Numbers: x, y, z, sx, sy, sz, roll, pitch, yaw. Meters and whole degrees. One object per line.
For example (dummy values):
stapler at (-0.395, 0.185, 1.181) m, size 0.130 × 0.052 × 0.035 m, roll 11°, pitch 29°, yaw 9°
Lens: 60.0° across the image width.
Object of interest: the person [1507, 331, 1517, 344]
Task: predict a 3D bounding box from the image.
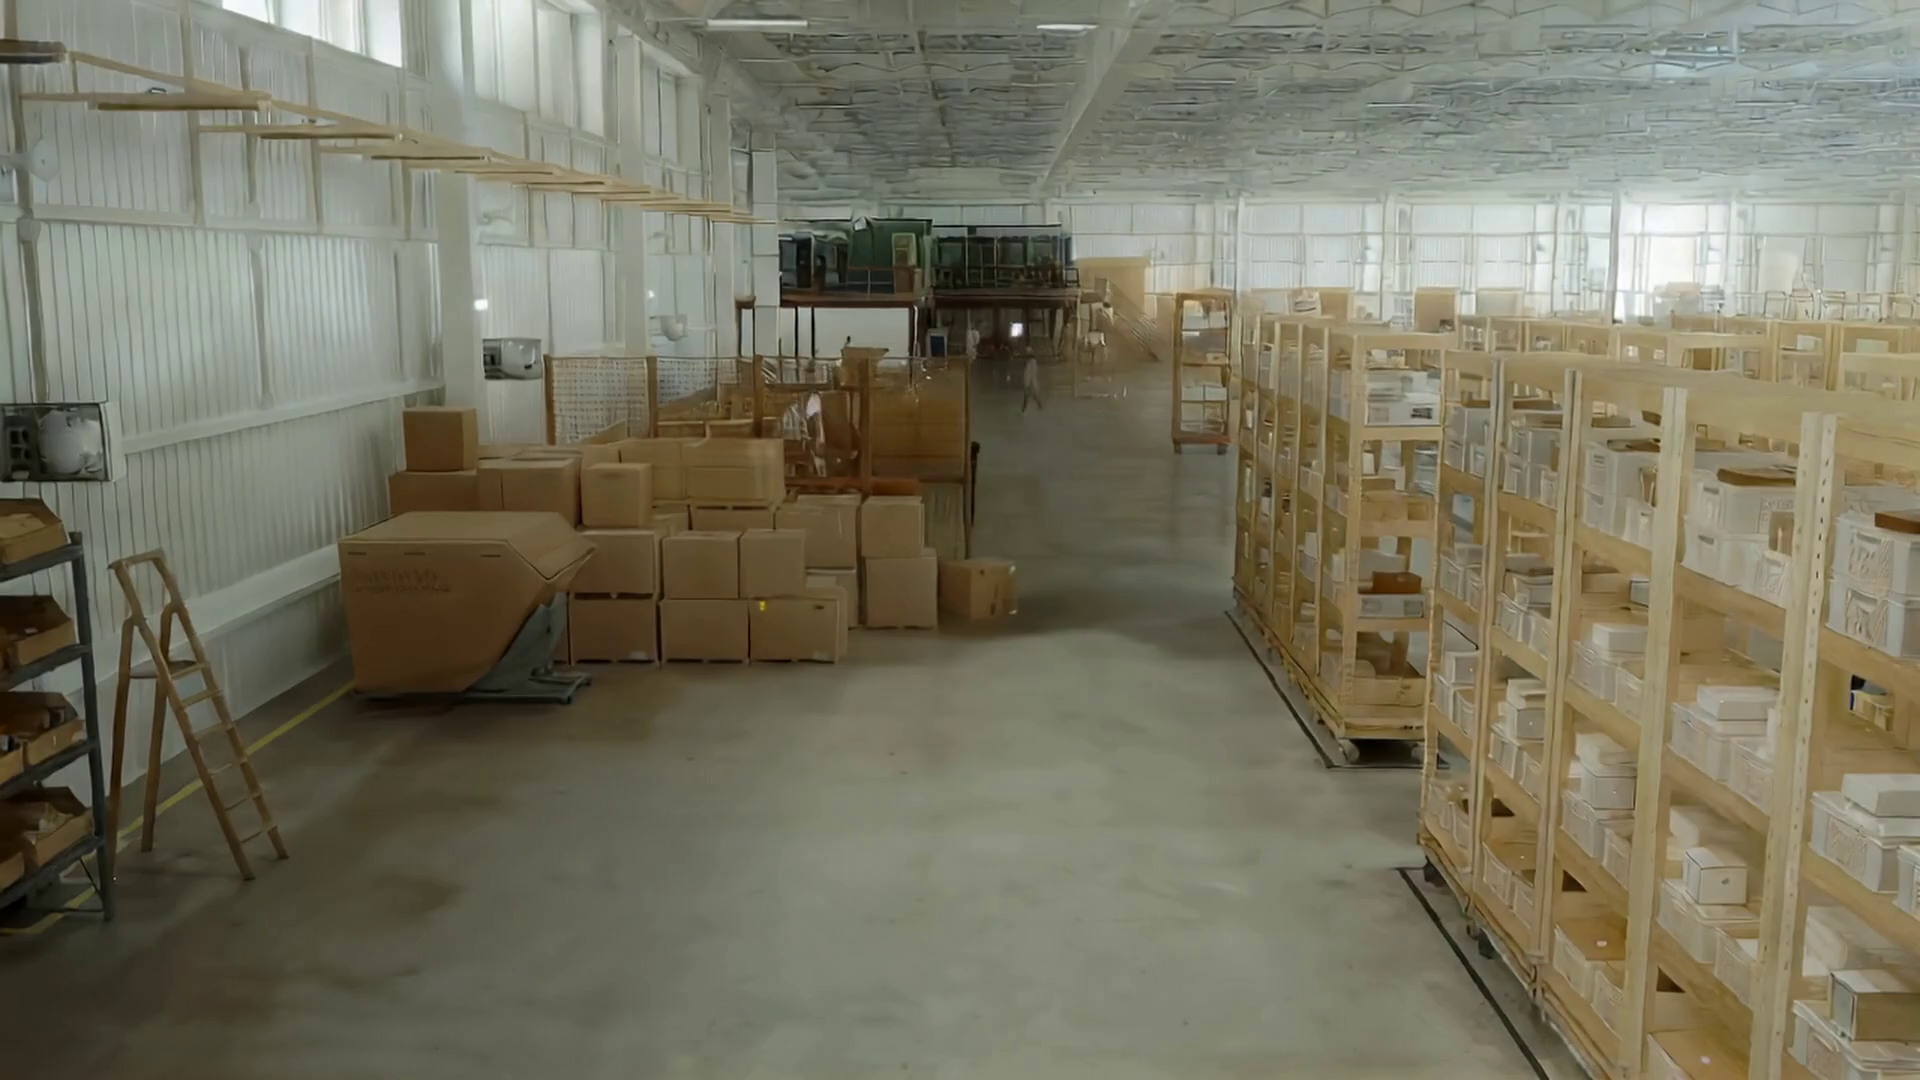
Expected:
person at (22.520, -7.787, 67.660) m, size 0.952 × 1.902 × 0.551 m, roll -3°, pitch 10°, yaw -18°

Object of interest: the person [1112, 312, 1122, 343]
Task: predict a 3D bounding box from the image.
person at (8.896, -12.054, 94.236) m, size 0.864 × 1.812 × 0.627 m, roll -6°, pitch 11°, yaw -32°

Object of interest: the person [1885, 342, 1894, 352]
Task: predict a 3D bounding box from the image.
person at (32.795, -6.325, 58.387) m, size 0.608 × 1.966 × 0.372 m, roll 6°, pitch 11°, yaw 35°

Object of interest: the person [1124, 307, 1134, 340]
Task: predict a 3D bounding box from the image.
person at (9.961, -12.746, 98.058) m, size 0.608 × 1.948 × 0.389 m, roll -4°, pitch 10°, yaw -22°

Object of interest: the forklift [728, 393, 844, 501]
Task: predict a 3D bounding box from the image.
forklift at (-2.979, -1.316, 26.476) m, size 2.680 × 1.987 × 1.157 m, roll 0°, pitch 9°, yaw 1°

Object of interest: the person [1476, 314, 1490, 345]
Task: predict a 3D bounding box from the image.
person at (28.022, -11.146, 88.641) m, size 0.987 × 1.787 × 0.642 m, roll -3°, pitch 10°, yaw -21°

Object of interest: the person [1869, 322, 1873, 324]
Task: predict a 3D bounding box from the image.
person at (40.902, -8.889, 74.711) m, size 0.931 × 1.813 × 0.519 m, roll -4°, pitch 10°, yaw -21°

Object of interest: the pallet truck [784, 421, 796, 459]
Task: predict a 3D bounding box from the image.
pallet truck at (-4.013, -1.793, 32.705) m, size 1.601 × 1.201 × 0.680 m, roll 0°, pitch 9°, yaw 1°

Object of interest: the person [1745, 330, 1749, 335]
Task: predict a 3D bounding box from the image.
person at (35.318, -8.993, 75.025) m, size 0.695 × 1.903 × 0.604 m, roll 2°, pitch 9°, yaw 10°

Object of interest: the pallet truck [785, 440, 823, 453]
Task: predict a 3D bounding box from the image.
pallet truck at (-3.814, -2.432, 36.419) m, size 1.630 × 1.274 × 0.653 m, roll 0°, pitch 9°, yaw 1°

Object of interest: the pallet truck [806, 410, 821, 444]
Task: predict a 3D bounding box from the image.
pallet truck at (-3.559, -2.018, 33.905) m, size 1.522 × 1.261 × 0.704 m, roll 0°, pitch 9°, yaw -1°

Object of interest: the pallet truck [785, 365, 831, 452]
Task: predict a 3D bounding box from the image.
pallet truck at (-3.774, -2.976, 37.635) m, size 1.885 × 1.965 × 0.823 m, roll 1°, pitch 9°, yaw 5°

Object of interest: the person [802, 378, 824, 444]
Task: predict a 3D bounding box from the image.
person at (-3.163, -2.465, 34.927) m, size 0.885 × 1.861 × 0.708 m, roll 3°, pitch 10°, yaw 20°

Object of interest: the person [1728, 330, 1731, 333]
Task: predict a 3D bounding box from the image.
person at (27.850, -6.650, 60.420) m, size 0.988 × 1.953 × 0.620 m, roll 6°, pitch 11°, yaw 33°

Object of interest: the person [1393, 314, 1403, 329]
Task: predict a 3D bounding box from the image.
person at (21.866, -10.319, 83.116) m, size 0.372 × 1.940 × 0.629 m, roll -5°, pitch 10°, yaw -27°

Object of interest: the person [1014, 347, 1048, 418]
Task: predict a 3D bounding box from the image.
person at (2.015, -4.387, 46.359) m, size 0.997 × 2.009 × 0.620 m, roll -3°, pitch 10°, yaw -16°

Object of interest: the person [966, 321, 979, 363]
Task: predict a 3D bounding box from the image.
person at (0.556, -8.853, 74.379) m, size 0.590 × 1.848 × 0.916 m, roll -1°, pitch 9°, yaw -7°

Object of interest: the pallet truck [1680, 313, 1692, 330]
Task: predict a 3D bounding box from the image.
pallet truck at (36.315, -10.531, 84.244) m, size 0.823 × 1.965 × 1.885 m, roll -6°, pitch 11°, yaw -33°

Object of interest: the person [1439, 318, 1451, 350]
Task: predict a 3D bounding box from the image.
person at (22.060, -9.121, 75.736) m, size 0.542 × 1.936 × 0.362 m, roll 4°, pitch 10°, yaw 25°

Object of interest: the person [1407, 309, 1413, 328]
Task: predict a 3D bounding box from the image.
person at (25.590, -12.176, 94.643) m, size 0.398 × 1.918 × 0.590 m, roll 5°, pitch 11°, yaw 31°

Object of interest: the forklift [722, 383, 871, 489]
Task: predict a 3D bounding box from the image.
forklift at (-2.893, -1.687, 28.729) m, size 2.680 × 1.987 × 1.157 m, roll 0°, pitch 9°, yaw -1°

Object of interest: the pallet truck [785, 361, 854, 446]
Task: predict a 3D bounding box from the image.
pallet truck at (-3.410, -3.193, 38.978) m, size 1.885 × 1.965 × 0.823 m, roll 0°, pitch 9°, yaw -1°
